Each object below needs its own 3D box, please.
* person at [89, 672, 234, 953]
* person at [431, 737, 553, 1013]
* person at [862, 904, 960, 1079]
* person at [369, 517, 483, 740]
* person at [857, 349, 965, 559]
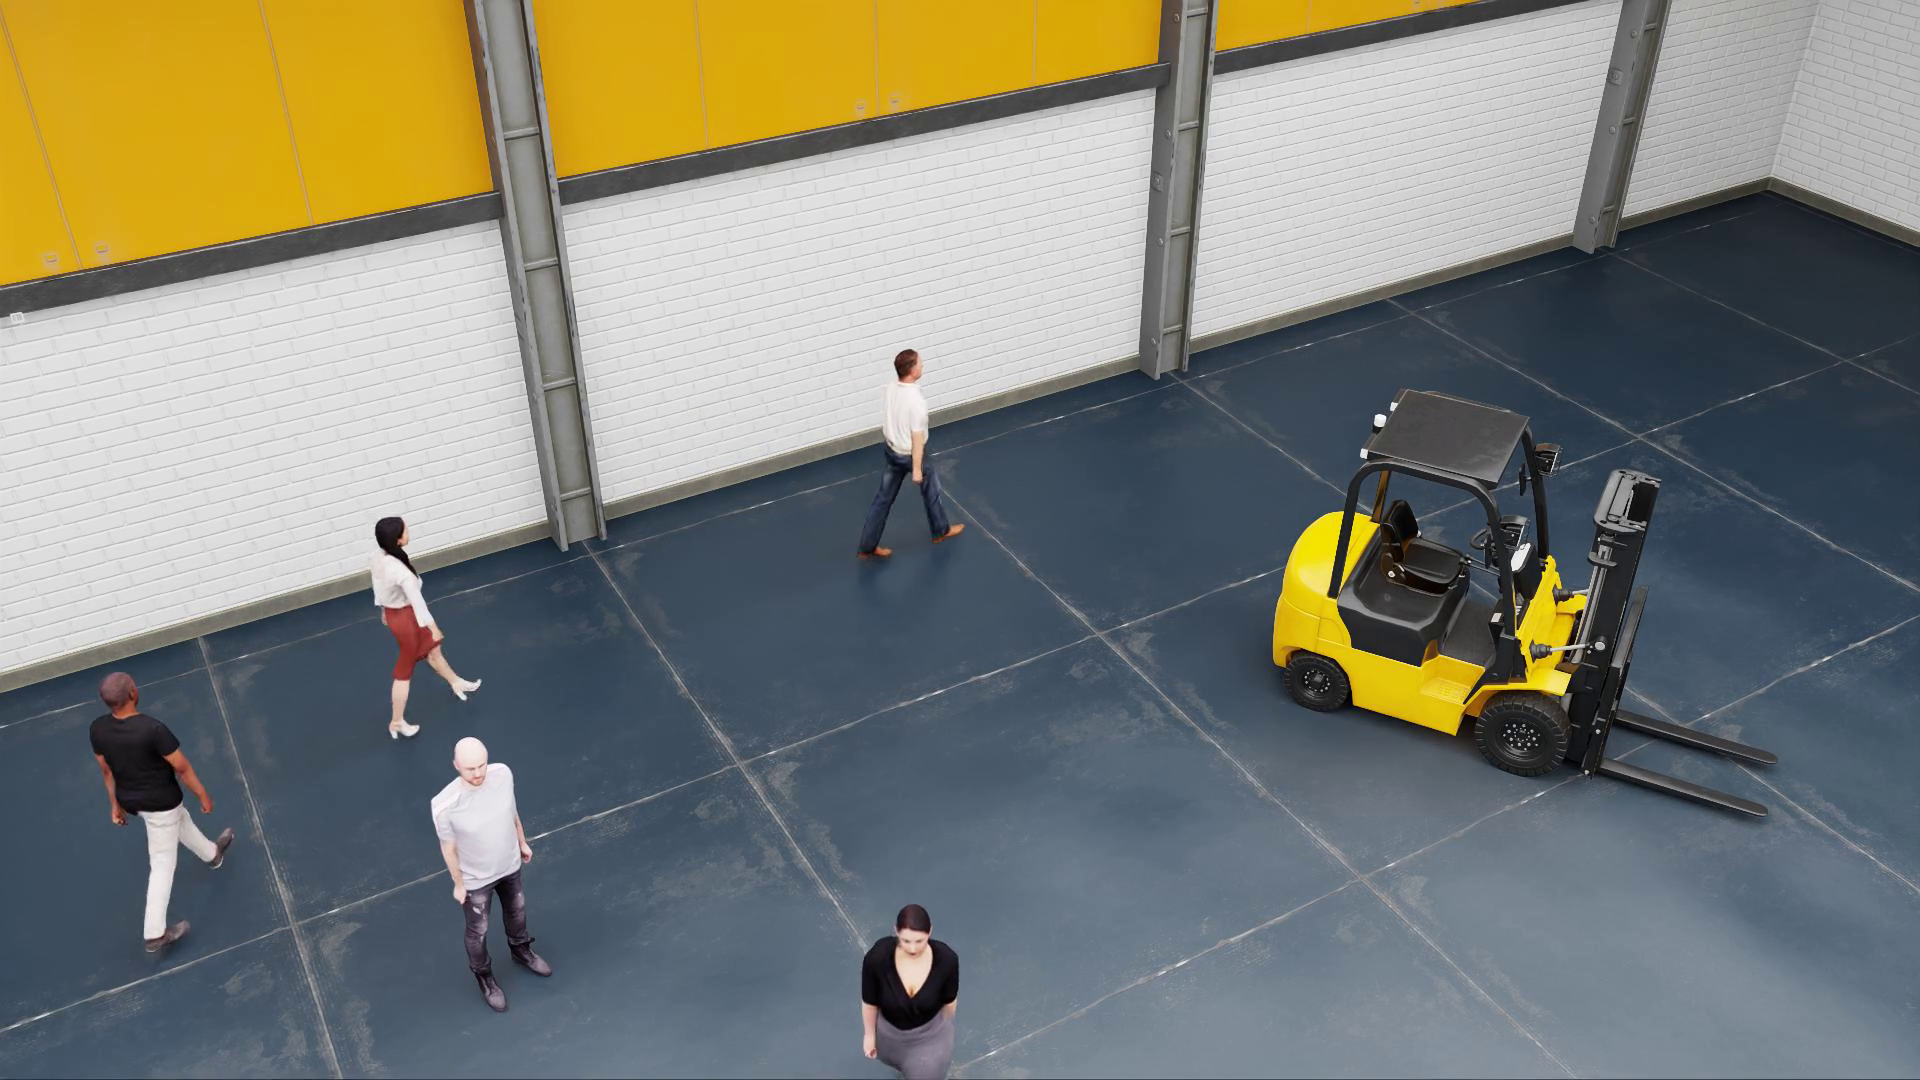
[{"bbox_3d":[-4.813,1.635,9.848,1.297,1.740,1.283,6,34,9],"label":"person"},{"bbox_3d":[-2.684,1.842,9.451,0.793,1.834,0.643,26,41,33],"label":"person"},{"bbox_3d":[-0.270,2.466,8.606,1.156,1.730,1.107,2,34,3],"label":"person"},{"bbox_3d":[-3.856,0.644,11.360,1.027,1.716,0.743,-26,41,-33],"label":"person"},{"bbox_3d":[-0.523,-0.630,13.195,1.224,1.806,0.722,-20,38,-27],"label":"person"}]
